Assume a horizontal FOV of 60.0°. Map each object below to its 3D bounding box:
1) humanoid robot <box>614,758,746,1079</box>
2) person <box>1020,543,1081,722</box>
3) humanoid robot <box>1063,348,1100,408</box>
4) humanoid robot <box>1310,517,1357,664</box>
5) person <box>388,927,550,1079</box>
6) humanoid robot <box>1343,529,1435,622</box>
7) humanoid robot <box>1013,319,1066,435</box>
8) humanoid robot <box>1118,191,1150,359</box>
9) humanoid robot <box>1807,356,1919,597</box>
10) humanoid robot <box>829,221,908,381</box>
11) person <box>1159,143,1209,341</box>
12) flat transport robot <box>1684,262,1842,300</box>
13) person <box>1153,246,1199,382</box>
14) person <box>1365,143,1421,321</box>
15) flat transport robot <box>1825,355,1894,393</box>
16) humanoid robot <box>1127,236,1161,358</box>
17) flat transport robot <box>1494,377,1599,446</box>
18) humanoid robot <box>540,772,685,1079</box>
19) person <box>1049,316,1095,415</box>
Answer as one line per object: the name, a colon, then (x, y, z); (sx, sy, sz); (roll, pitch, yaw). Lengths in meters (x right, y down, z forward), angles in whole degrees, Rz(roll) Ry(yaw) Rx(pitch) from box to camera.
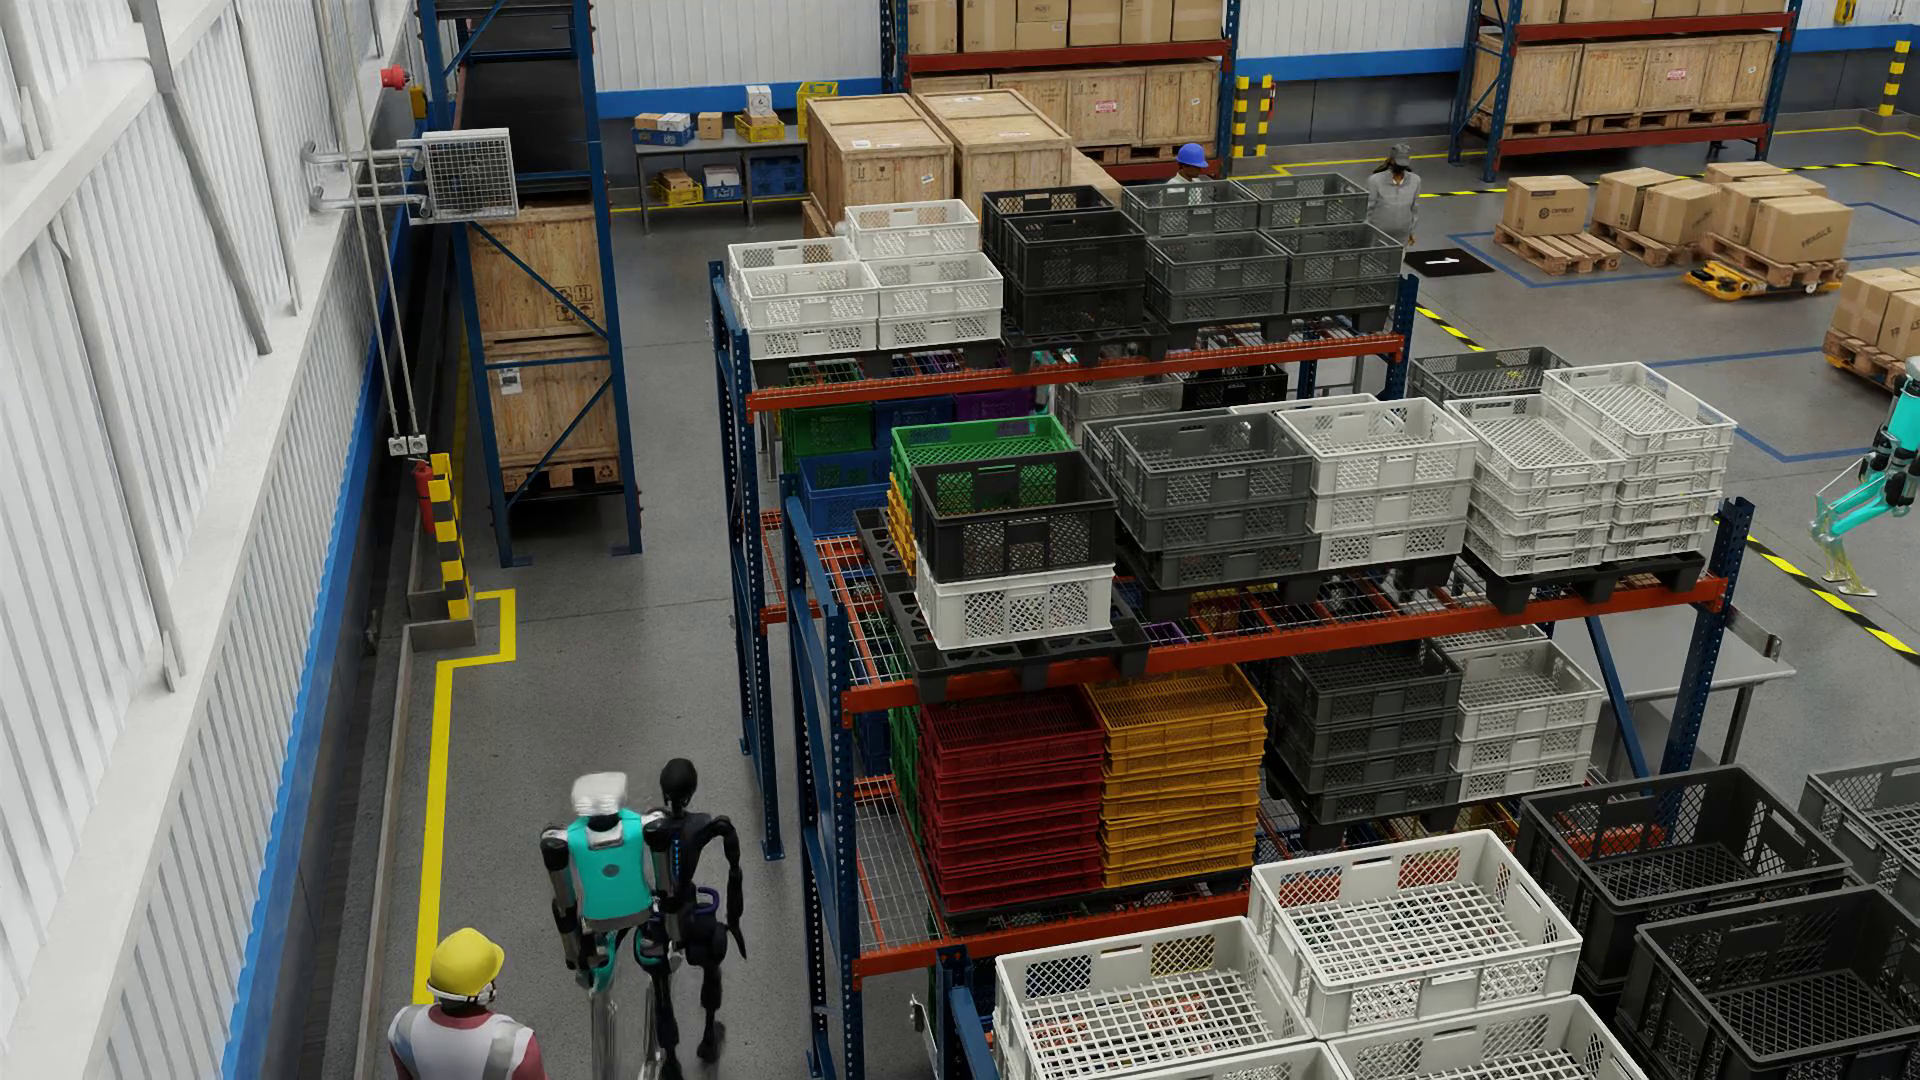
humanoid robot: (-1.242, 1.703, 7.307); (0.601, 1.645, 0.411); (-4, 28, -7)
person: (0.424, 0.780, 8.878); (0.621, 1.844, 0.430); (4, 28, 8)
humanoid robot: (1.070, -0.710, 11.674); (0.735, 1.677, 0.533); (-2, 28, -4)
humanoid robot: (2.385, 0.031, 10.472); (0.584, 1.651, 0.326); (-18, 33, -31)
person: (-1.748, 2.192, 6.209); (0.599, 1.830, 0.404); (6, 28, 11)
humanoid robot: (2.688, 0.120, 10.306); (0.591, 1.650, 0.334); (15, 31, 26)
humanoid robot: (0.464, -1.104, 12.635); (0.799, 1.842, 0.553); (6, 28, 11)
humanoid robot: (1.587, -2.346, 14.982); (0.348, 1.655, 0.583); (-8, 29, -14)
humanoid robot: (6.050, -0.421, 11.127); (0.735, 1.677, 0.533); (-1, 28, -2)
humanoid robot: (-0.662, -1.775, 13.900); (0.917, 1.826, 0.533); (-4, 28, -7)
person: (2.047, -2.719, 15.418); (0.412, 1.939, 0.602); (20, 34, 33)
flat transport robot: (8.333, -2.737, 17.210); (1.431, 0.197, 0.652); (-6, 28, -12)
person: (1.659, -1.327, 12.681); (0.403, 2.036, 0.598); (14, 31, 25)
person: (4.130, -2.966, 16.068); (0.563, 1.764, 0.402); (-3, 28, -7)
flat transport robot: (8.478, -1.457, 14.781); (0.652, 0.197, 1.431); (-6, 28, -12)
humanoid robot: (1.657, -1.488, 13.322); (0.551, 1.801, 0.783); (-13, 30, -23)
flat transport robot: (4.780, -1.036, 14.013); (0.659, 0.231, 1.431); (-6, 28, -12)
humanoid robot: (-1.488, 1.677, 7.279); (0.551, 1.785, 0.662); (-7, 29, -13)
person: (0.805, -0.700, 11.652); (0.352, 1.879, 0.577); (19, 33, 32)
